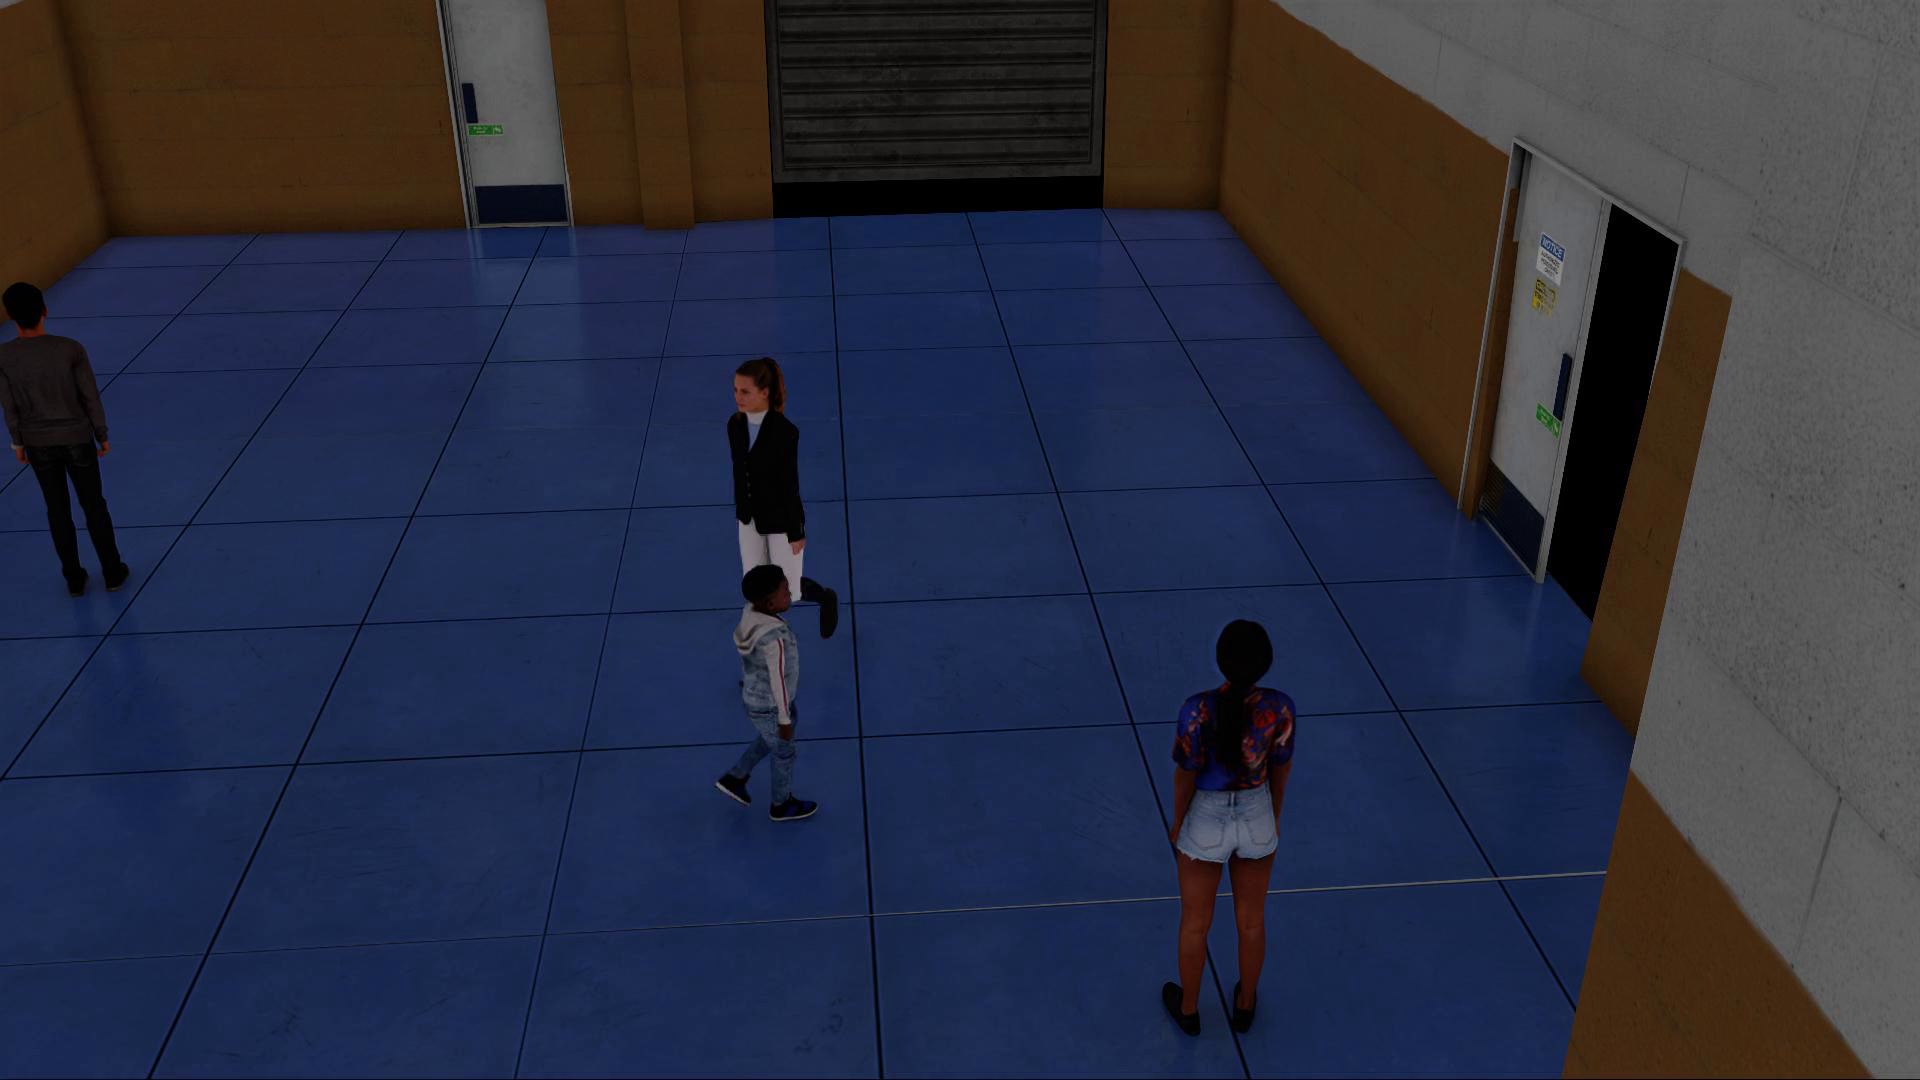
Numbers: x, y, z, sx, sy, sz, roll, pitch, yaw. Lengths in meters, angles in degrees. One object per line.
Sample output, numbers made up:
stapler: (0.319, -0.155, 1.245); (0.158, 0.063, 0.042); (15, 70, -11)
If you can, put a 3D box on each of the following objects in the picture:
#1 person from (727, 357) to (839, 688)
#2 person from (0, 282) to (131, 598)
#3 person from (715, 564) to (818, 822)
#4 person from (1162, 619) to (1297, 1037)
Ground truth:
person: (-0.876, -0.085, 8.177); (0.927, 1.716, 0.940); (17, 31, 30)
person: (-4.891, -0.528, 9.014); (0.585, 1.766, 0.755); (7, 28, 13)
person: (-0.878, 0.683, 7.196); (0.704, 1.249, 0.563); (-8, 28, -16)
person: (0.958, 1.038, 5.950); (0.441, 1.743, 0.640); (-2, 27, -4)
